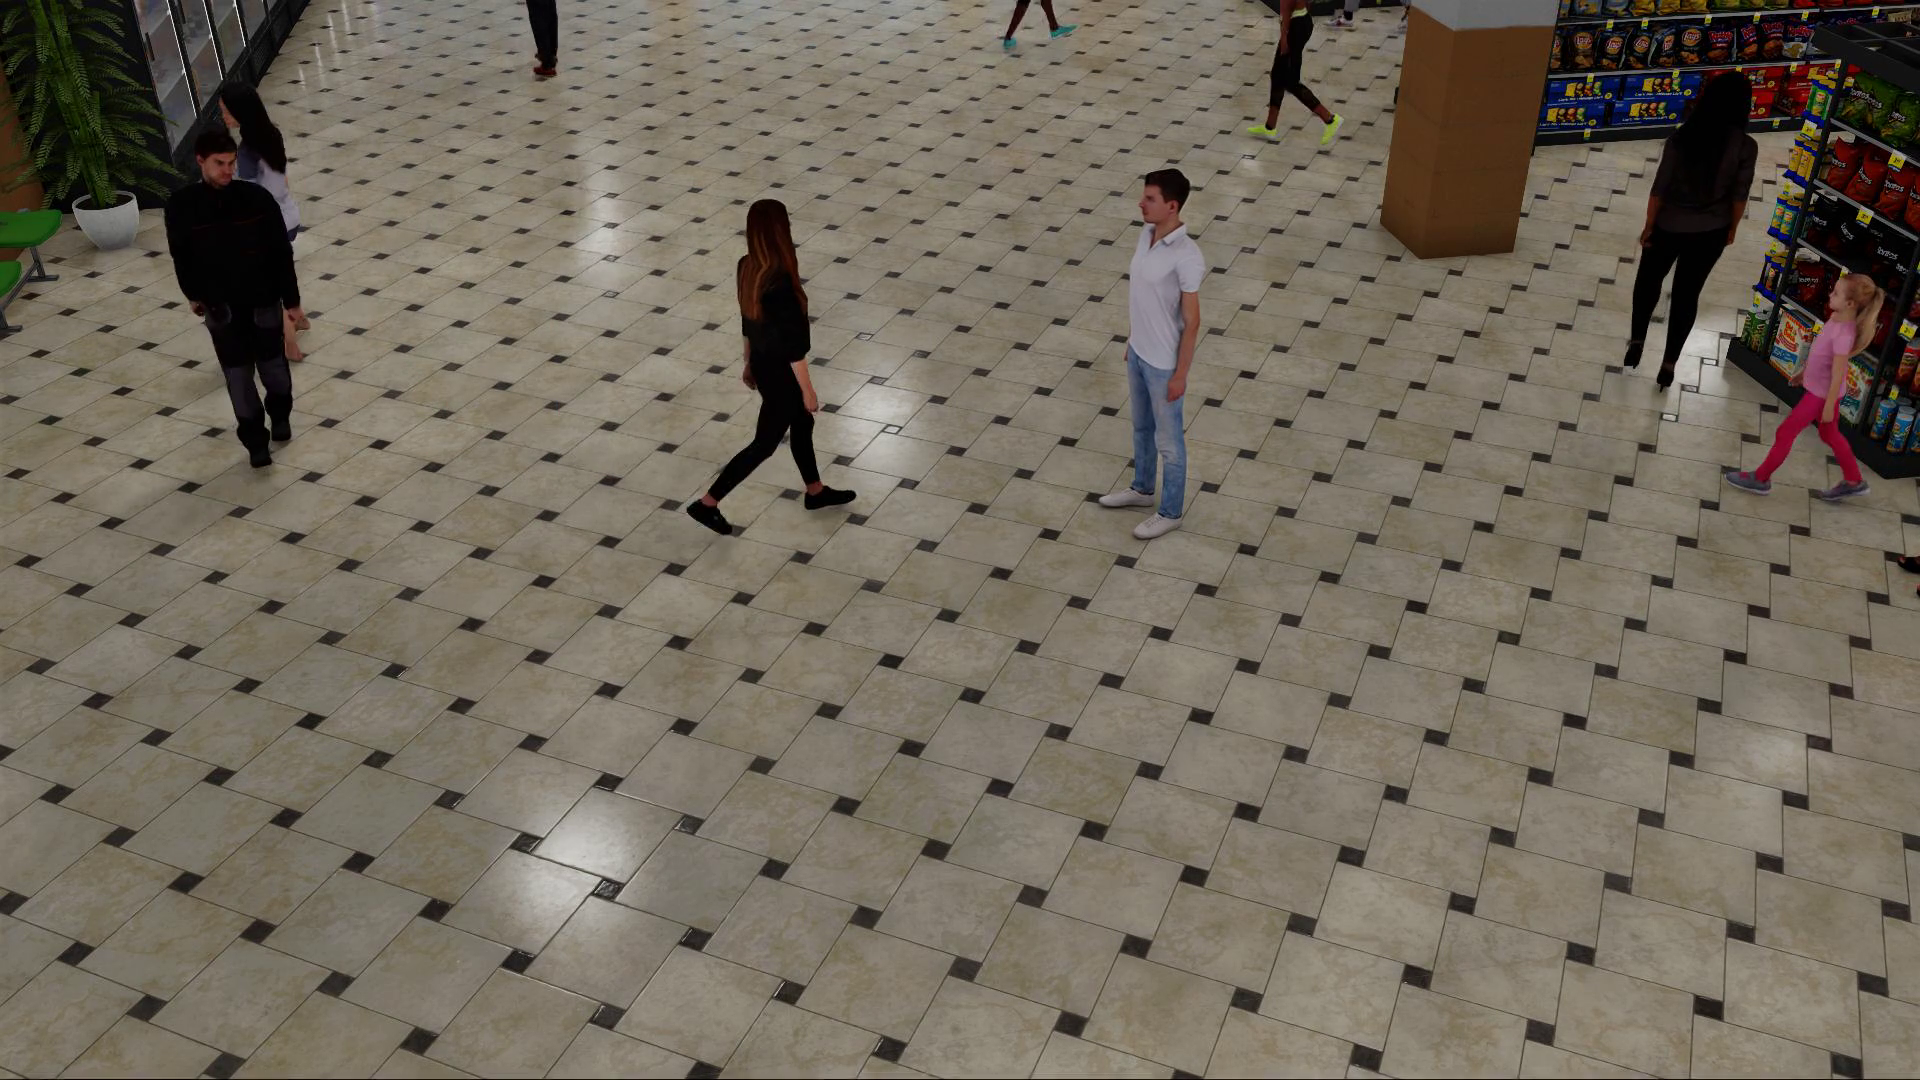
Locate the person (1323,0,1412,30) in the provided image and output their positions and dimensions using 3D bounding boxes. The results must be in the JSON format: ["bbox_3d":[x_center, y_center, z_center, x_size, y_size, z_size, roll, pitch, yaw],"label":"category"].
[{"bbox_3d":[4.089,-5.831,15.896,1.260,1.919,0.931,3,32,4],"label":"person"}]

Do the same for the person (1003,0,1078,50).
[{"bbox_3d":[0.623,-5.398,15.444,1.086,1.662,0.819,-21,38,-30],"label":"person"}]

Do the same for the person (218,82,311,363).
[{"bbox_3d":[-3.972,-1.825,9.679,0.721,1.685,0.761,6,32,10],"label":"person"}]

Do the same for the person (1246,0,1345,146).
[{"bbox_3d":[2.698,-3.924,13.013,1.097,1.727,0.997,18,36,26],"label":"person"}]

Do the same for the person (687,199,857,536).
[{"bbox_3d":[-0.972,-0.773,7.994,1.200,1.679,0.817,-13,34,-20],"label":"person"}]

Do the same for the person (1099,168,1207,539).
[{"bbox_3d":[0.964,-0.895,8.027,0.617,1.851,0.704,-13,34,-19],"label":"person"}]

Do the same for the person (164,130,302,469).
[{"bbox_3d":[-3.782,-1.295,8.720,0.922,1.799,0.914,-9,33,-14],"label":"person"}]

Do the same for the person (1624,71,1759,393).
[{"bbox_3d":[4.059,-1.661,9.288,0.771,1.820,0.852,13,34,20],"label":"person"}]

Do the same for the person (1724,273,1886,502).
[{"bbox_3d":[4.406,-0.741,8.345,0.957,1.254,0.828,15,35,23],"label":"person"}]
